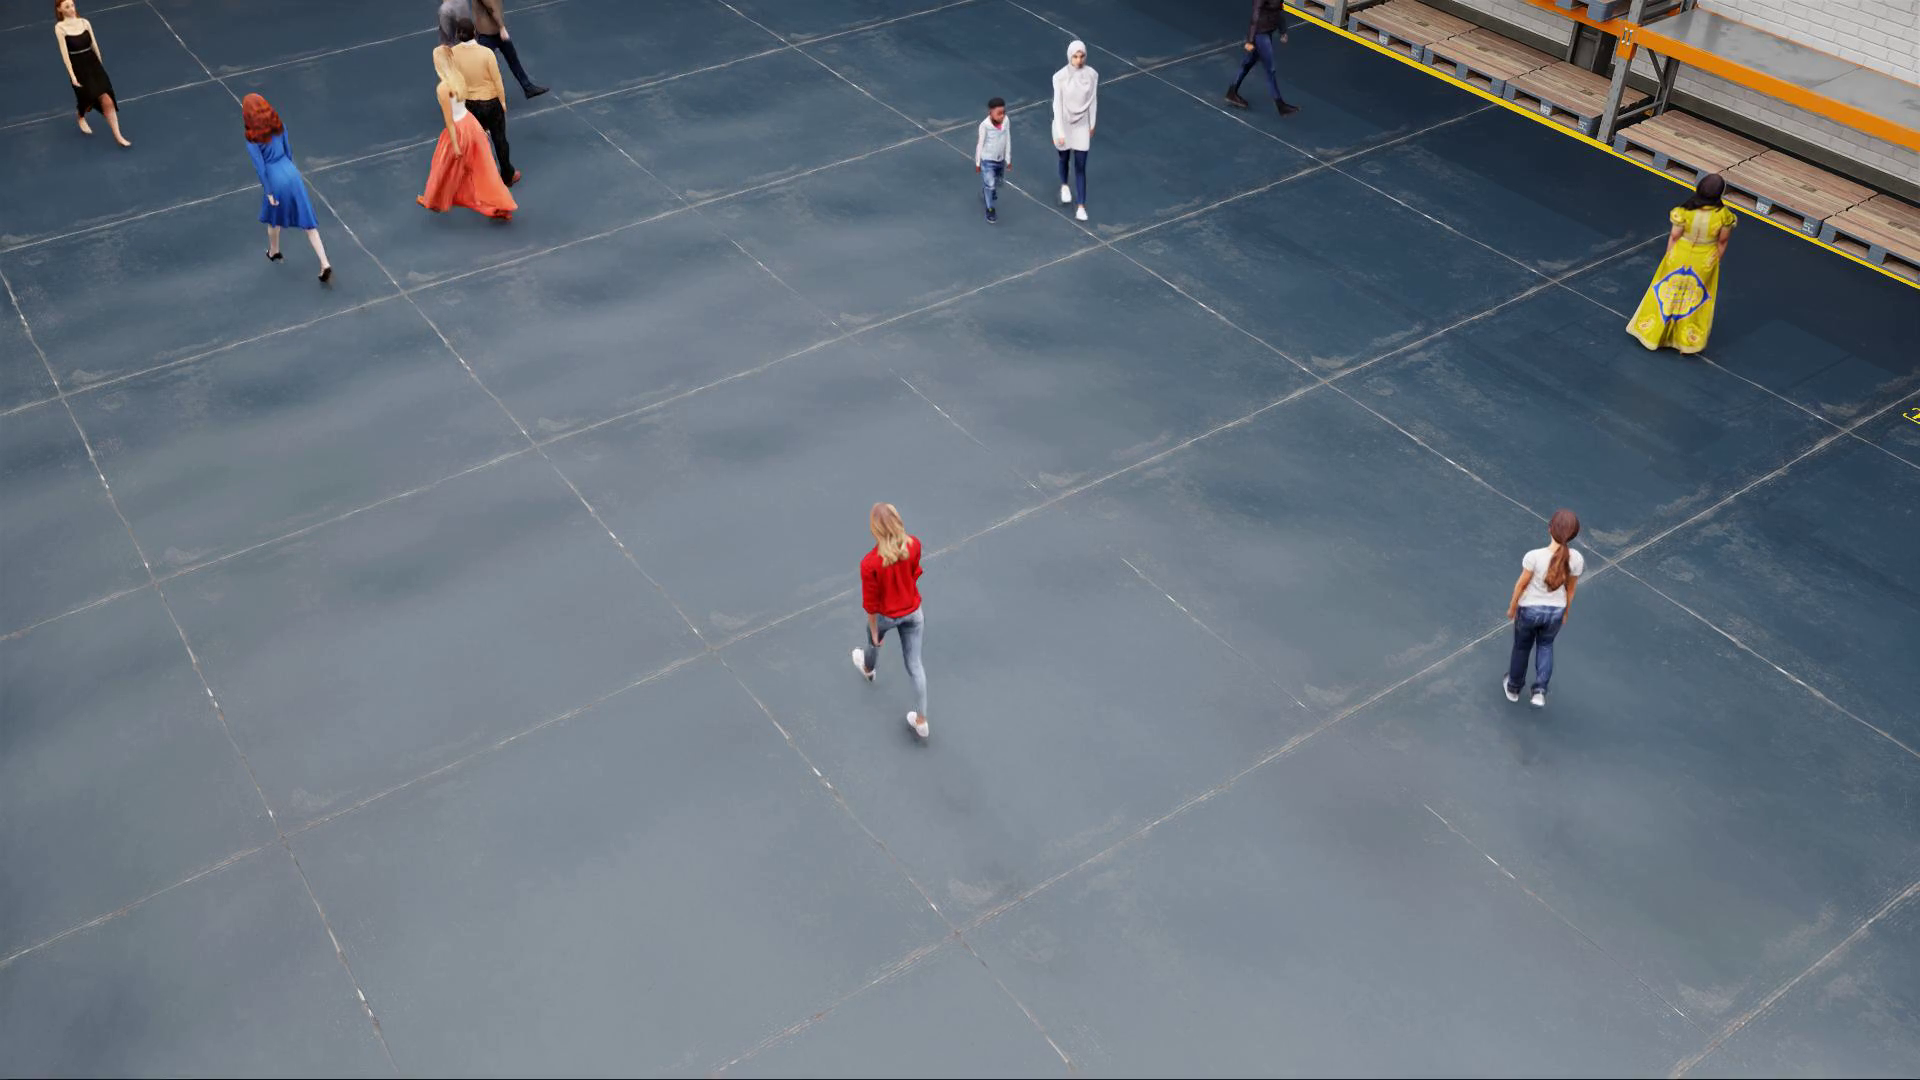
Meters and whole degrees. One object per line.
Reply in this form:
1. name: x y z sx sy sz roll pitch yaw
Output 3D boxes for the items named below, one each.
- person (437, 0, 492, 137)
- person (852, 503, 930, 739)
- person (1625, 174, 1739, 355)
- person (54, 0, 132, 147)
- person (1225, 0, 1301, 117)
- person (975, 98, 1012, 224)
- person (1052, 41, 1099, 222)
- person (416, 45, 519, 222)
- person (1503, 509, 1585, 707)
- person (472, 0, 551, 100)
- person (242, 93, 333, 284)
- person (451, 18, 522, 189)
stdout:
1. person: -5.194 -5.104 17.588 0.811 1.747 0.757 9 39 11
2. person: -0.367 0.534 10.603 0.733 1.654 1.166 -18 42 -21
3. person: 6.246 -2.360 14.222 0.968 1.660 1.062 12 40 15
4. person: -9.255 -4.951 17.513 1.039 1.601 0.728 27 46 30
5. person: 3.204 -5.483 18.098 1.239 1.703 0.938 22 43 25
6. person: 0.321 -3.779 16.335 0.611 1.241 0.832 -15 41 -18
7. person: 1.071 -4.055 16.286 0.973 1.732 1.173 -3 39 -4
8. person: -4.695 -3.856 16.024 1.311 1.748 1.167 10 40 12
9. person: 3.755 0.495 10.732 0.753 1.554 0.828 4 39 5
10. person: -5.208 -5.580 18.116 1.070 1.832 1.210 -8 39 -10
11. person: -6.081 -3.134 15.105 1.221 1.768 0.881 24 44 27
12. person: -4.794 -4.376 16.670 0.757 1.754 0.787 1 39 1
